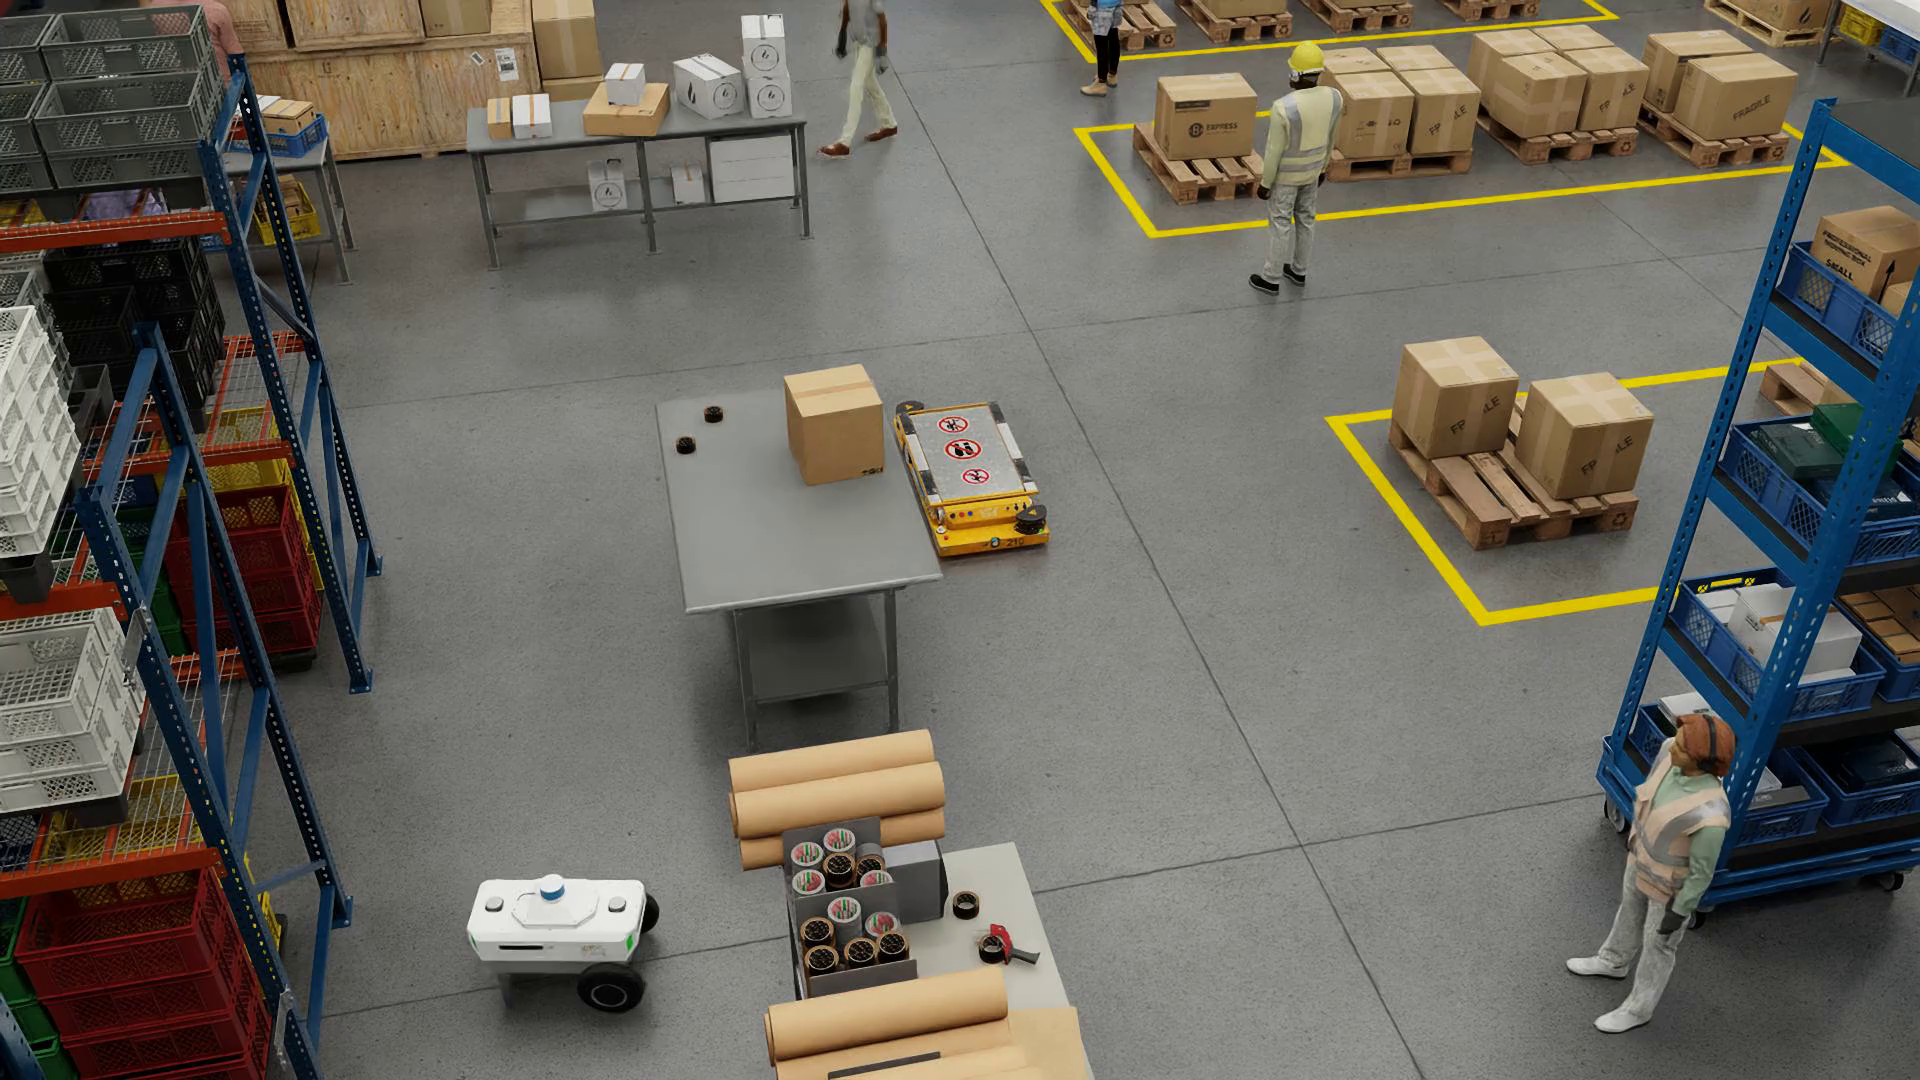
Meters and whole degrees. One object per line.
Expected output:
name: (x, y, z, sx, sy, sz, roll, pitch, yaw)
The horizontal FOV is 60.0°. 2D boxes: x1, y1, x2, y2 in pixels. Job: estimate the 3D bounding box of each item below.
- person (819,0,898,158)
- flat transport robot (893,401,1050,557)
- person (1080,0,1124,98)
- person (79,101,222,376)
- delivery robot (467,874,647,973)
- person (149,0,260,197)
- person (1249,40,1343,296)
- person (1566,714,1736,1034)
person: (-0.902, -4.102, 13.773, 0.848, 1.810, 0.584, -20, 41, -25)
flat transport robot: (0.046, -0.430, 10.108, 0.652, 0.197, 1.431, -8, 37, -10)
person: (1.293, -4.819, 14.821, 0.316, 1.696, 0.540, 19, 41, 23)
person: (-5.288, -1.898, 10.695, 0.627, 1.941, 0.372, 18, 40, 22)
delivery robot: (-1.700, 1.616, 7.047, 0.707, 0.478, 0.477, 0, 37, 0)
person: (-5.871, -3.606, 13.030, 0.644, 1.899, 0.397, 1, 37, 1)
person: (2.355, -2.614, 11.744, 0.594, 1.832, 0.404, -19, 41, -24)
person: (2.786, 1.322, 6.613, 0.315, 1.641, 0.514, -1, 37, -1)
